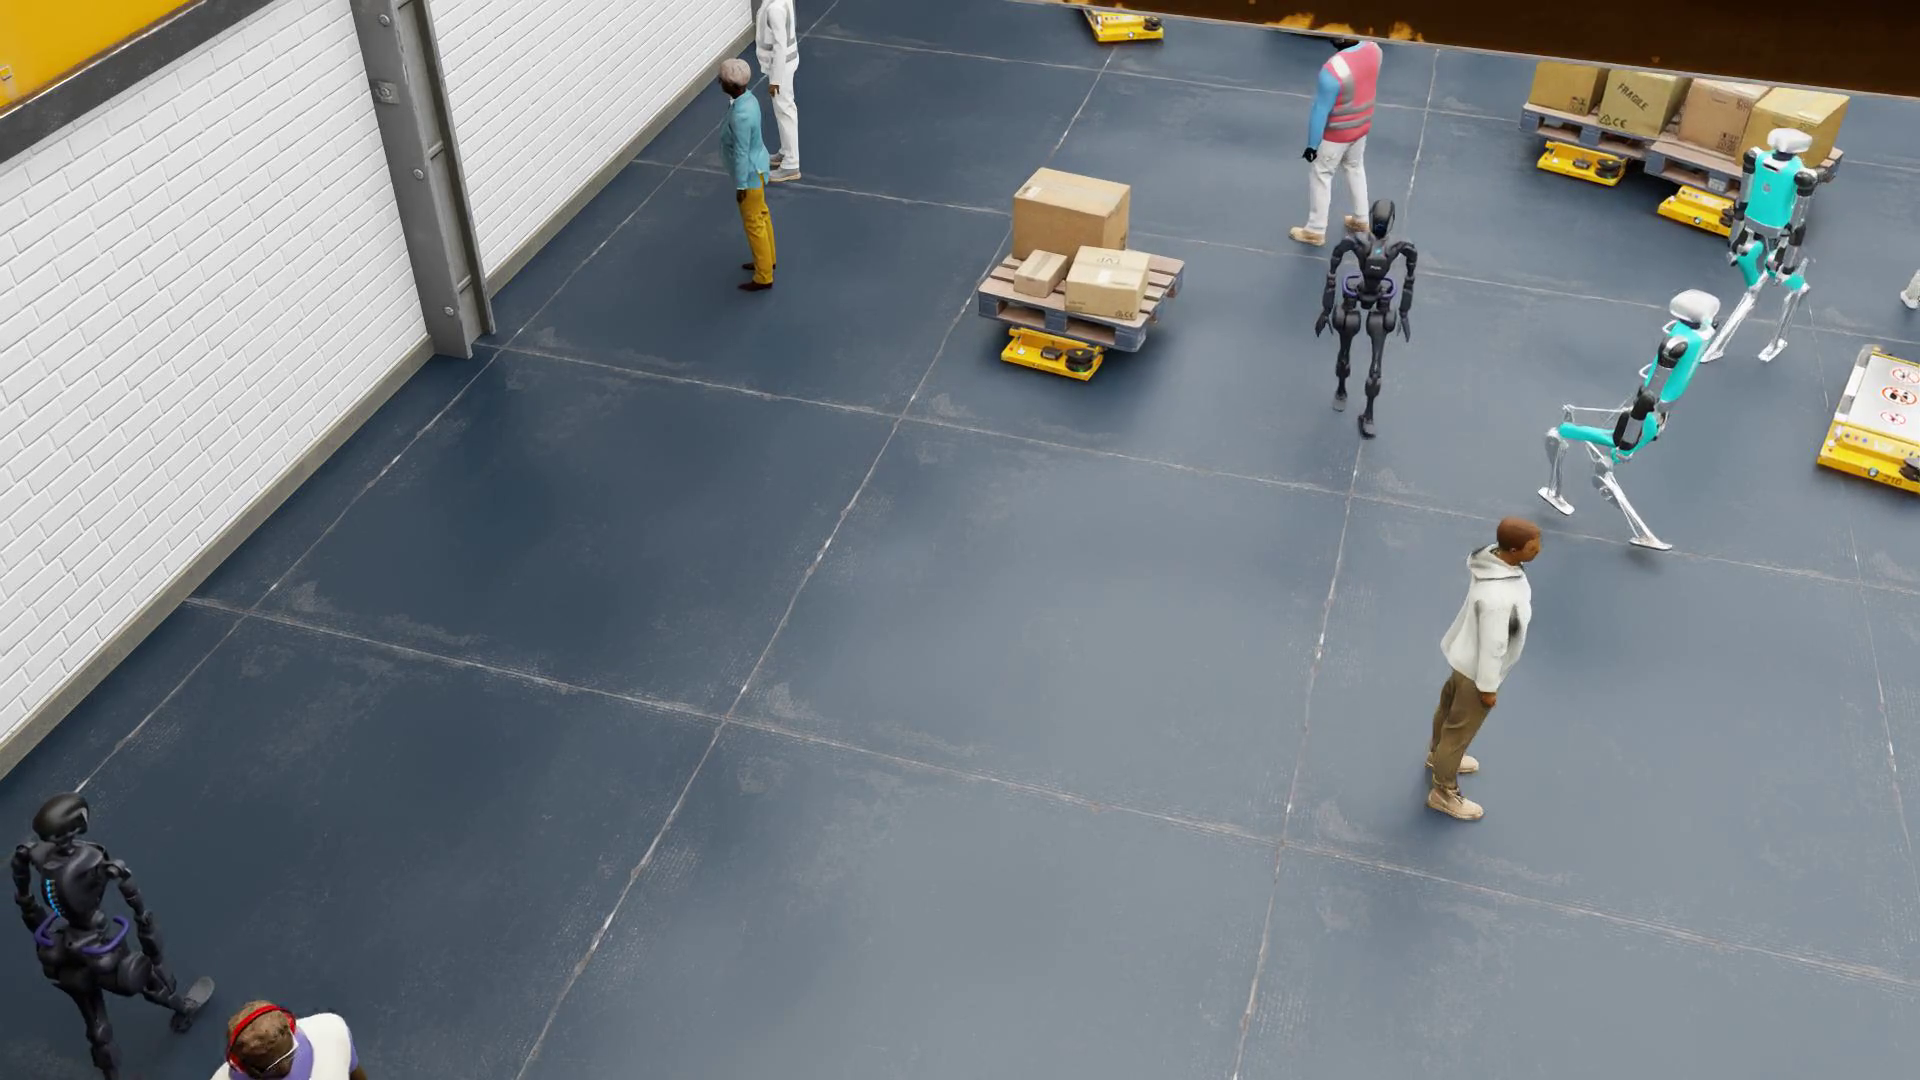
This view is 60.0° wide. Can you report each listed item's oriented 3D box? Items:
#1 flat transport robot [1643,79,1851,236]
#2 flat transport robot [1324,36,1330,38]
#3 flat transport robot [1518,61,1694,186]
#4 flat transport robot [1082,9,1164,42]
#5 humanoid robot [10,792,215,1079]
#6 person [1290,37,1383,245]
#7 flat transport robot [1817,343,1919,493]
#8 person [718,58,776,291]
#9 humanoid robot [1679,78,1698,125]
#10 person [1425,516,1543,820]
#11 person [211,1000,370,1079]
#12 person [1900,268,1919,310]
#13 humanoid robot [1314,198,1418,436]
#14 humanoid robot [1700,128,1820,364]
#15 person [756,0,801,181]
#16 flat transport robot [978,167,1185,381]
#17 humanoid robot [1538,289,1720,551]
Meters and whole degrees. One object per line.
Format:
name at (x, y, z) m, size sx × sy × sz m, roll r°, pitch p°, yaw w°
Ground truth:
flat transport robot at (6.331, -2.890, 13.599) m, size 0.659 × 0.231 × 1.431 m, roll 29°, pitch 47°, yaw 31°
flat transport robot at (3.829, -5.378, 16.694) m, size 0.659 × 0.231 × 1.431 m, roll 20°, pitch 43°, yaw 23°
flat transport robot at (5.528, -3.457, 14.305) m, size 0.659 × 0.231 × 1.431 m, roll 23°, pitch 44°, yaw 26°
flat transport robot at (1.557, -5.366, 16.679) m, size 0.659 × 0.231 × 1.431 m, roll -5°, pitch 39°, yaw -7°
humanoid robot at (-3.547, 1.645, 6.858) m, size 0.618 × 1.631 × 0.711 m, roll 5°, pitch 39°, yaw 7°
person at (2.913, -3.103, 12.626) m, size 0.739 × 1.822 × 0.501 m, roll -28°, pitch 46°, yaw -30°
flat transport robot at (6.190, -0.825, 11.031) m, size 0.659 × 0.231 × 1.431 m, roll 22°, pitch 44°, yaw 25°
person at (-1.561, -2.663, 12.141) m, size 0.345 × 1.748 × 0.534 m, roll 0°, pitch 39°, yaw 0°
humanoid robot at (5.996, -3.960, 13.653) m, size 0.533 × 1.676 × 0.735 m, roll 20°, pitch 43°, yaw 23°
person at (2.504, 0.594, 8.069) m, size 0.364 × 1.766 × 0.531 m, roll 8°, pitch 39°, yaw 9°
person at (-2.339, 2.229, 5.986) m, size 0.578 × 1.828 × 0.527 m, roll -31°, pitch 48°, yaw -33°
person at (7.206, -2.348, 11.838) m, size 0.521 × 1.632 × 0.312 m, roll 13°, pitch 40°, yaw 15°
humanoid robot at (2.617, -1.471, 10.722) m, size 0.610 × 1.632 × 0.618 m, roll 5°, pitch 39°, yaw 6°
humanoid robot at (5.601, -2.004, 11.336) m, size 0.909 × 1.769 × 0.548 m, roll -19°, pitch 43°, yaw -22°
person at (-1.485, -3.841, 13.495) m, size 0.356 × 1.882 × 0.572 m, roll -2°, pitch 39°, yaw -2°
flat transport robot at (0.881, -1.638, 12.042) m, size 0.659 × 0.231 × 1.431 m, roll 16°, pitch 42°, yaw 19°
humanoid robot at (3.882, -0.748, 9.794) m, size 1.063 × 1.742 × 0.558 m, roll 31°, pitch 48°, yaw 33°
